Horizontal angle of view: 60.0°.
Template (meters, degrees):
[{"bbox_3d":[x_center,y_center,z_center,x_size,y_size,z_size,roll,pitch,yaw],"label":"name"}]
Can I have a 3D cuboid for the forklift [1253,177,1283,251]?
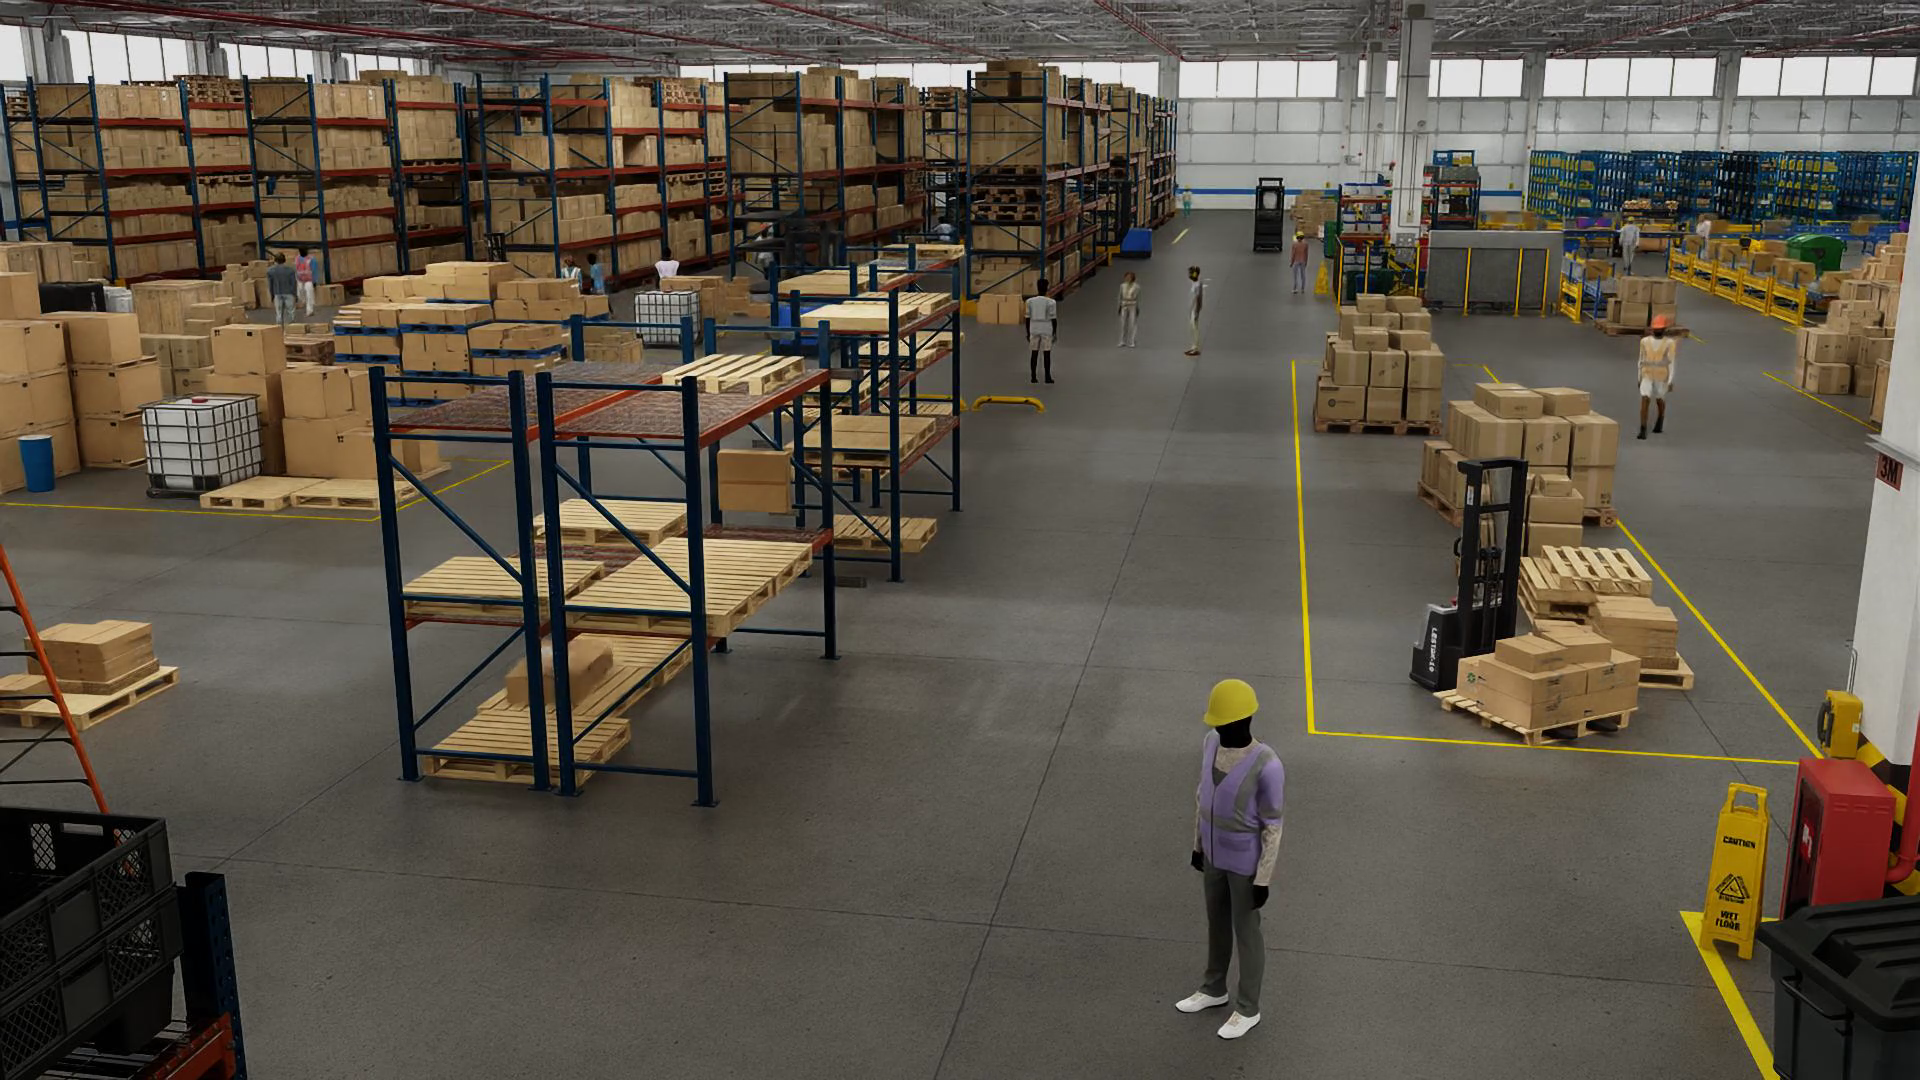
[{"bbox_3d":[12.083,-12.747,64.956,1.129,2.768,1.873,3,14,10],"label":"forklift"}]

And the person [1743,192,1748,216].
[{"bbox_3d":[37.696,-15.864,79.769,0.587,1.833,0.404,-6,15,-23],"label":"person"}]

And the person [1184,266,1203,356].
[{"bbox_3d":[4.896,-4.778,34.684,0.310,1.868,0.534,-1,14,-4],"label":"person"}]

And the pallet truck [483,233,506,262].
[{"bbox_3d":[-11.832,-7.026,43.548,1.885,1.965,0.823,8,16,28],"label":"pallet truck"}]

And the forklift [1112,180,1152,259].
[{"bbox_3d":[6.082,-11.722,60.796,1.873,2.768,1.129,2,14,9],"label":"forklift"}]

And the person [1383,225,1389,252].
[{"bbox_3d":[14.404,-9.882,55.912,0.287,1.625,0.497,-9,17,-33],"label":"person"}]

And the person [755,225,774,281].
[{"bbox_3d":[-5.799,-8.387,49.314,0.567,1.882,1.014,3,14,13],"label":"person"}]

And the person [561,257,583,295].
[{"bbox_3d":[-9.382,-6.027,40.246,0.526,1.631,0.323,1,14,6],"label":"person"}]

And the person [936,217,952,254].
[{"bbox_3d":[-0.570,-10.586,58.742,0.586,1.619,0.911,-9,17,-33],"label":"person"}]

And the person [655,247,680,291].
[{"bbox_3d":[-6.933,-5.980,39.508,0.606,1.906,0.406,-1,14,-3],"label":"person"}]

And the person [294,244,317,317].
[{"bbox_3d":[-16.461,-6.525,41.848,0.651,1.832,0.447,4,14,16],"label":"person"}]

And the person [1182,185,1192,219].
[{"bbox_3d":[12.098,-18.027,88.729,0.541,1.752,0.492,1,14,6],"label":"person"}]

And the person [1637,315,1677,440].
[{"bbox_3d":[10.672,-2.520,25.478,0.557,1.898,0.968,9,16,31],"label":"person"}]

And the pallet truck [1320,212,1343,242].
[{"bbox_3d":[15.874,-13.227,70.310,0.680,1.201,1.601,10,17,35],"label":"pallet truck"}]

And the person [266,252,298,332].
[{"bbox_3d":[-15.267,-5.517,37.541,0.631,1.940,0.372,-3,14,-11],"label":"person"}]

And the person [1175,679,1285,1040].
[{"bbox_3d":[1.397,1.625,8.583,0.379,1.921,0.586,-8,16,-30],"label":"person"}]

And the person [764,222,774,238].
[{"bbox_3d":[-7.197,-11.648,63.082,0.494,1.624,0.279,-2,14,-9],"label":"person"}]

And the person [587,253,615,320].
[{"bbox_3d":[-8.958,-6.276,41.203,0.811,1.657,0.535,-2,14,-8],"label":"person"}]

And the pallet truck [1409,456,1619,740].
[{"bbox_3d":[4.504,0.400,13.395,0.823,1.965,1.885,-6,15,-23],"label":"pallet truck"}]

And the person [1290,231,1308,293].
[{"bbox_3d":[9.811,-8.043,48.152,0.533,1.767,0.327,-4,14,-15],"label":"person"}]

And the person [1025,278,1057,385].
[{"bbox_3d":[1.502,-3.836,30.659,0.613,1.963,0.362,5,15,20],"label":"person"}]

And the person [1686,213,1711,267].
[{"bbox_3d":[25.297,-10.186,56.674,0.984,1.866,0.644,-5,15,-18],"label":"person"}]

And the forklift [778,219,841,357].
[{"bbox_3d":[-3.178,-5.269,34.597,1.129,2.768,1.873,3,14,10],"label":"forklift"}]

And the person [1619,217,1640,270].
[{"bbox_3d":[22.514,-9.980,55.977,0.606,1.783,0.926,5,15,18],"label":"person"}]

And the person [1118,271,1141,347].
[{"bbox_3d":[3.678,-4.999,36.061,0.517,1.636,0.314,9,16,32],"label":"person"}]

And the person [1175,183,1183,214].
[{"bbox_3d":[12.191,-19.178,93.481,0.892,1.700,0.585,10,17,34],"label":"person"}]
